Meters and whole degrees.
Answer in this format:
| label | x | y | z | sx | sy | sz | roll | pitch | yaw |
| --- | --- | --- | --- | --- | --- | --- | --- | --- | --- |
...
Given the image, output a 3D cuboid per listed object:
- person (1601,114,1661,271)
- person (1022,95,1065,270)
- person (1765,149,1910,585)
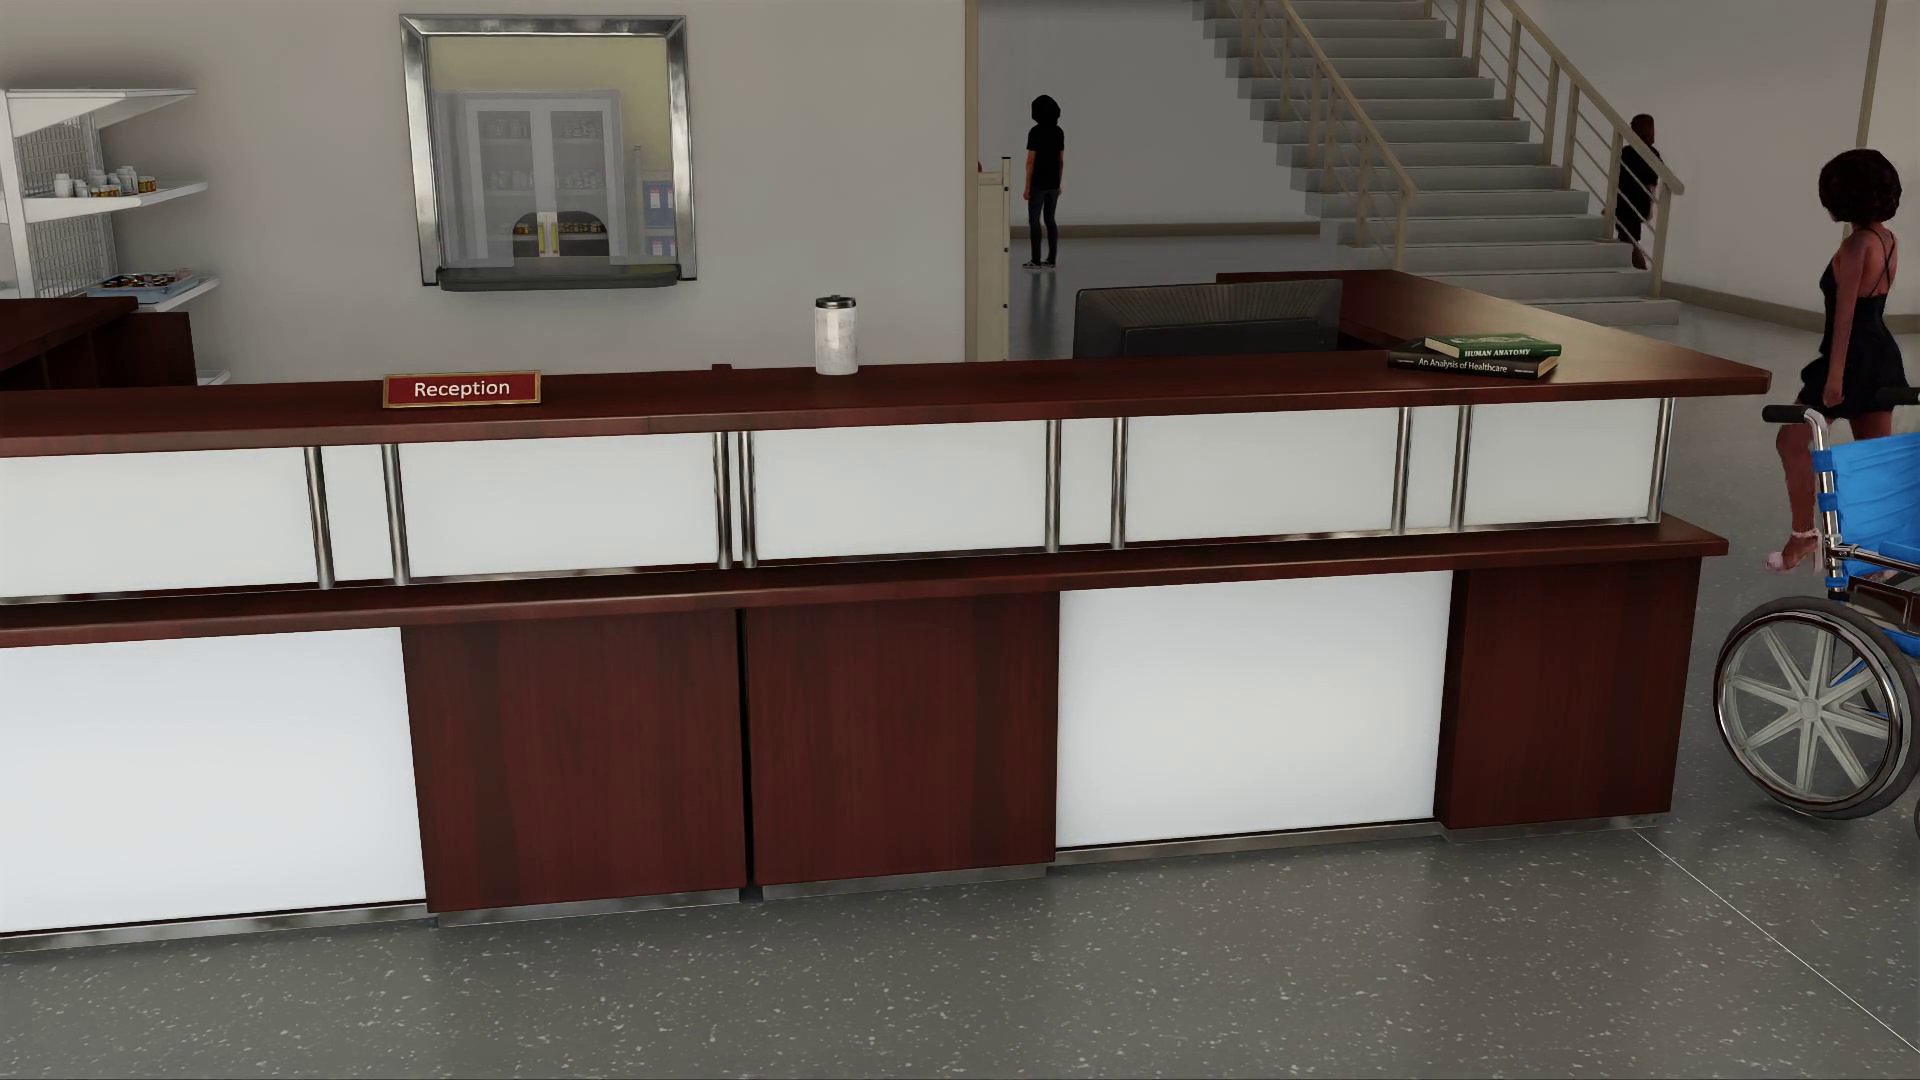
| label | x | y | z | sx | sy | sz | roll | pitch | yaw |
| --- | --- | --- | --- | --- | --- | --- | --- | --- | --- |
| person | 6.111 | -2.954 | 15.018 | 0.639 | 1.666 | 1.065 | -4 | 16 | -14 |
| person | 0.913 | -3.846 | 17.870 | 0.706 | 1.824 | 0.684 | -11 | 19 | -33 |
| person | 3.615 | -0.622 | 6.576 | 0.846 | 1.760 | 0.891 | -12 | 20 | -36 |
